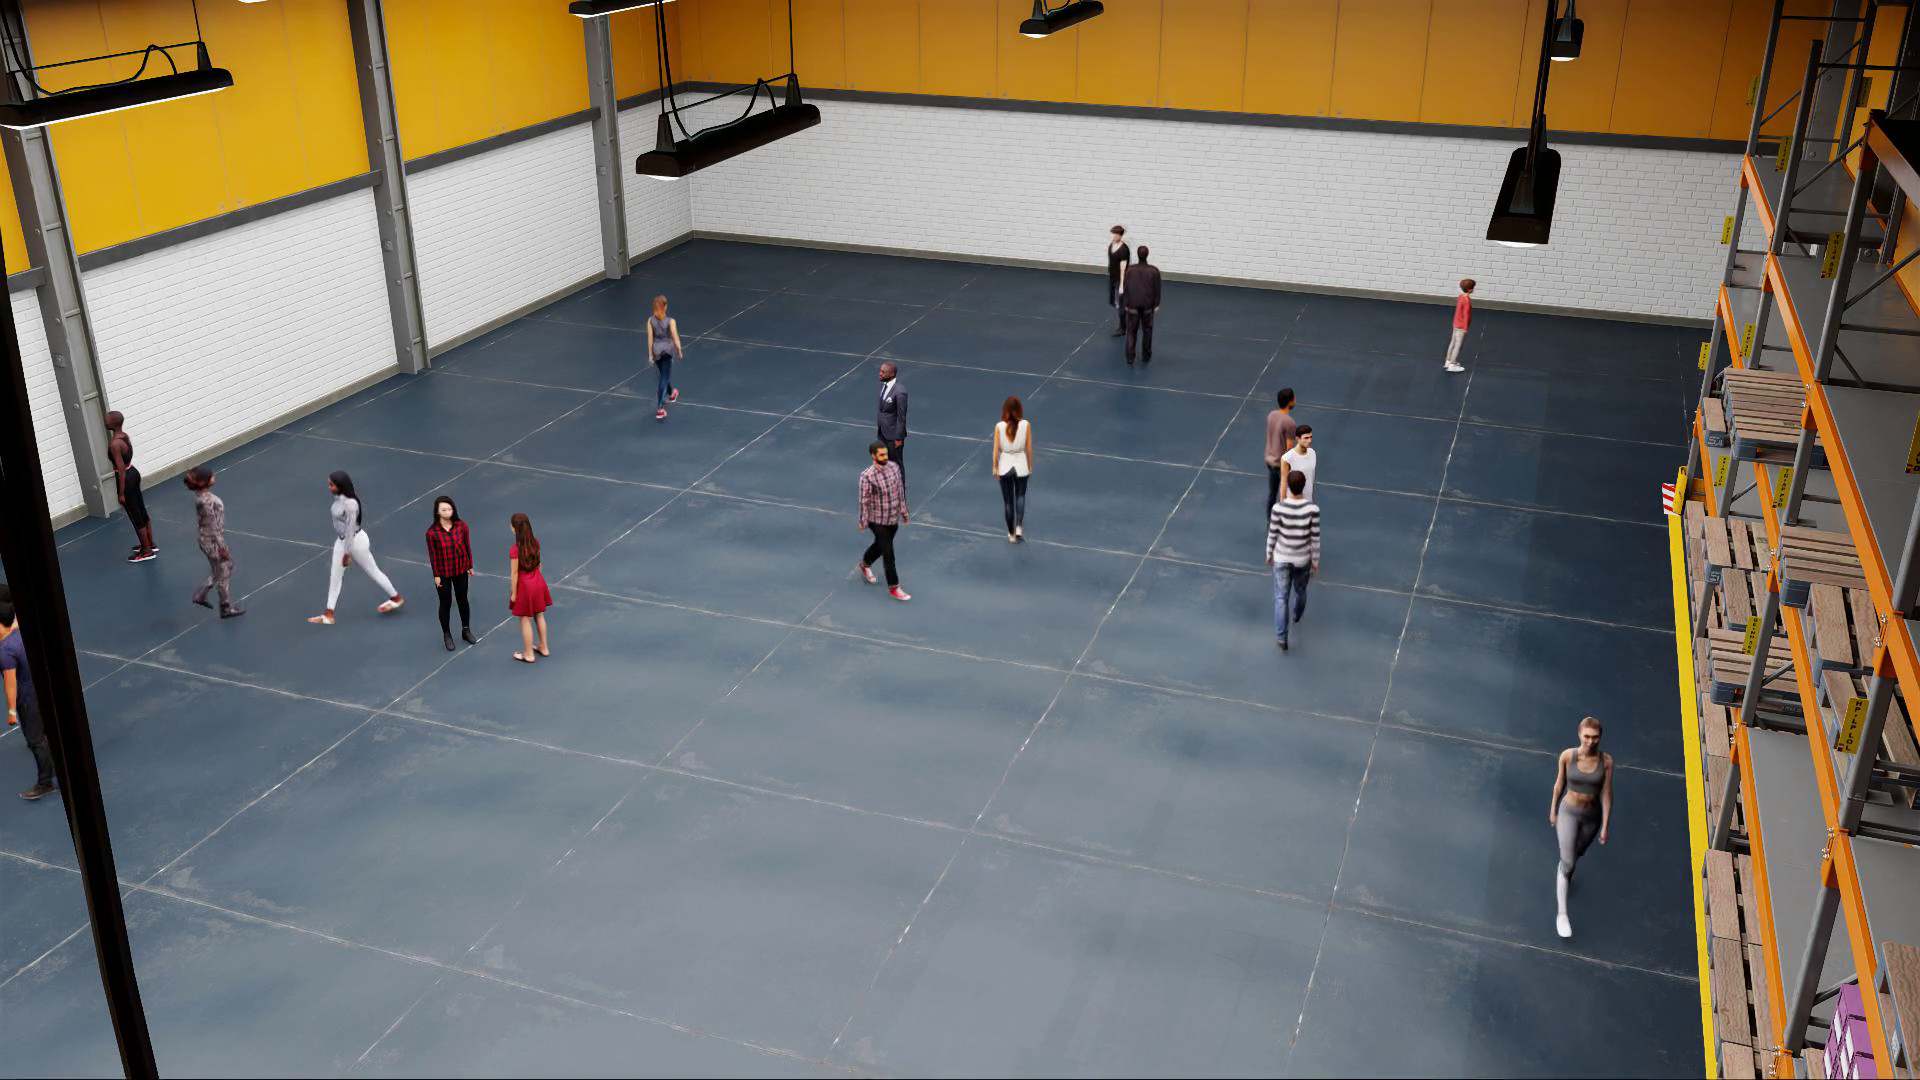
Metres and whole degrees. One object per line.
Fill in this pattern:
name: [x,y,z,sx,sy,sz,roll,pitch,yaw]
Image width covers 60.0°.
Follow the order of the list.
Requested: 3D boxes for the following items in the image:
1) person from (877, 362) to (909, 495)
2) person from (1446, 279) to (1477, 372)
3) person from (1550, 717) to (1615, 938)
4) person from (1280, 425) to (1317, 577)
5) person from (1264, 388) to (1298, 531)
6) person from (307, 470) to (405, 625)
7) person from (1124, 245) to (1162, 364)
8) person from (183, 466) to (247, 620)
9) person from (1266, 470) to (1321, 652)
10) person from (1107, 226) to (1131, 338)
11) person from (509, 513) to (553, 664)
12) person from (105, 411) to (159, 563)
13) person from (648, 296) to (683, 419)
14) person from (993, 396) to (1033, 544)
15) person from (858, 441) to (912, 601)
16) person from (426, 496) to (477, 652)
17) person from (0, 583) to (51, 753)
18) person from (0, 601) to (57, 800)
person: [-0.838,-1.297,20.224,0.822,1.824,0.792,-14,27,-29]
person: [7.600,-3.277,25.266,0.654,1.413,0.548,-1,24,-3]
person: [4.720,2.090,12.675,0.687,1.664,1.182,5,24,10]
person: [3.697,-0.431,18.286,0.705,1.789,0.792,-15,28,-30]
person: [3.673,-0.916,19.418,0.806,1.772,0.762,-13,27,-27]
person: [-6.209,0.076,17.280,1.285,1.665,1.050,-17,29,-33]
person: [2.771,-3.607,25.479,0.772,1.847,0.722,4,24,9]
person: [-7.852,0.052,17.282,0.853,1.708,0.790,-12,26,-25]
person: [3.338,0.248,16.713,0.858,1.804,1.197,3,24,7]
person: [2.596,-4.172,26.762,1.066,1.854,1.011,-5,24,-12]
person: [-4.290,0.463,16.538,0.665,1.551,0.595,14,27,29]
person: [-9.376,-0.628,18.776,0.726,1.758,0.628,-4,24,-10]
person: [-4.155,-2.511,23.198,0.733,1.667,1.205,4,24,8]
person: [0.622,-0.767,19.069,0.705,1.778,0.719,-2,24,-3]
person: [-0.878,-0.266,17.965,0.999,1.745,1.164,19,30,37]
person: [-5.140,0.313,16.760,0.626,1.649,0.723,-16,29,-33]
person: [-8.391,1.145,14.855,0.652,1.650,0.654,20,31,39]
person: [-7.967,1.319,14.285,0.991,1.788,0.882,-10,25,-21]
